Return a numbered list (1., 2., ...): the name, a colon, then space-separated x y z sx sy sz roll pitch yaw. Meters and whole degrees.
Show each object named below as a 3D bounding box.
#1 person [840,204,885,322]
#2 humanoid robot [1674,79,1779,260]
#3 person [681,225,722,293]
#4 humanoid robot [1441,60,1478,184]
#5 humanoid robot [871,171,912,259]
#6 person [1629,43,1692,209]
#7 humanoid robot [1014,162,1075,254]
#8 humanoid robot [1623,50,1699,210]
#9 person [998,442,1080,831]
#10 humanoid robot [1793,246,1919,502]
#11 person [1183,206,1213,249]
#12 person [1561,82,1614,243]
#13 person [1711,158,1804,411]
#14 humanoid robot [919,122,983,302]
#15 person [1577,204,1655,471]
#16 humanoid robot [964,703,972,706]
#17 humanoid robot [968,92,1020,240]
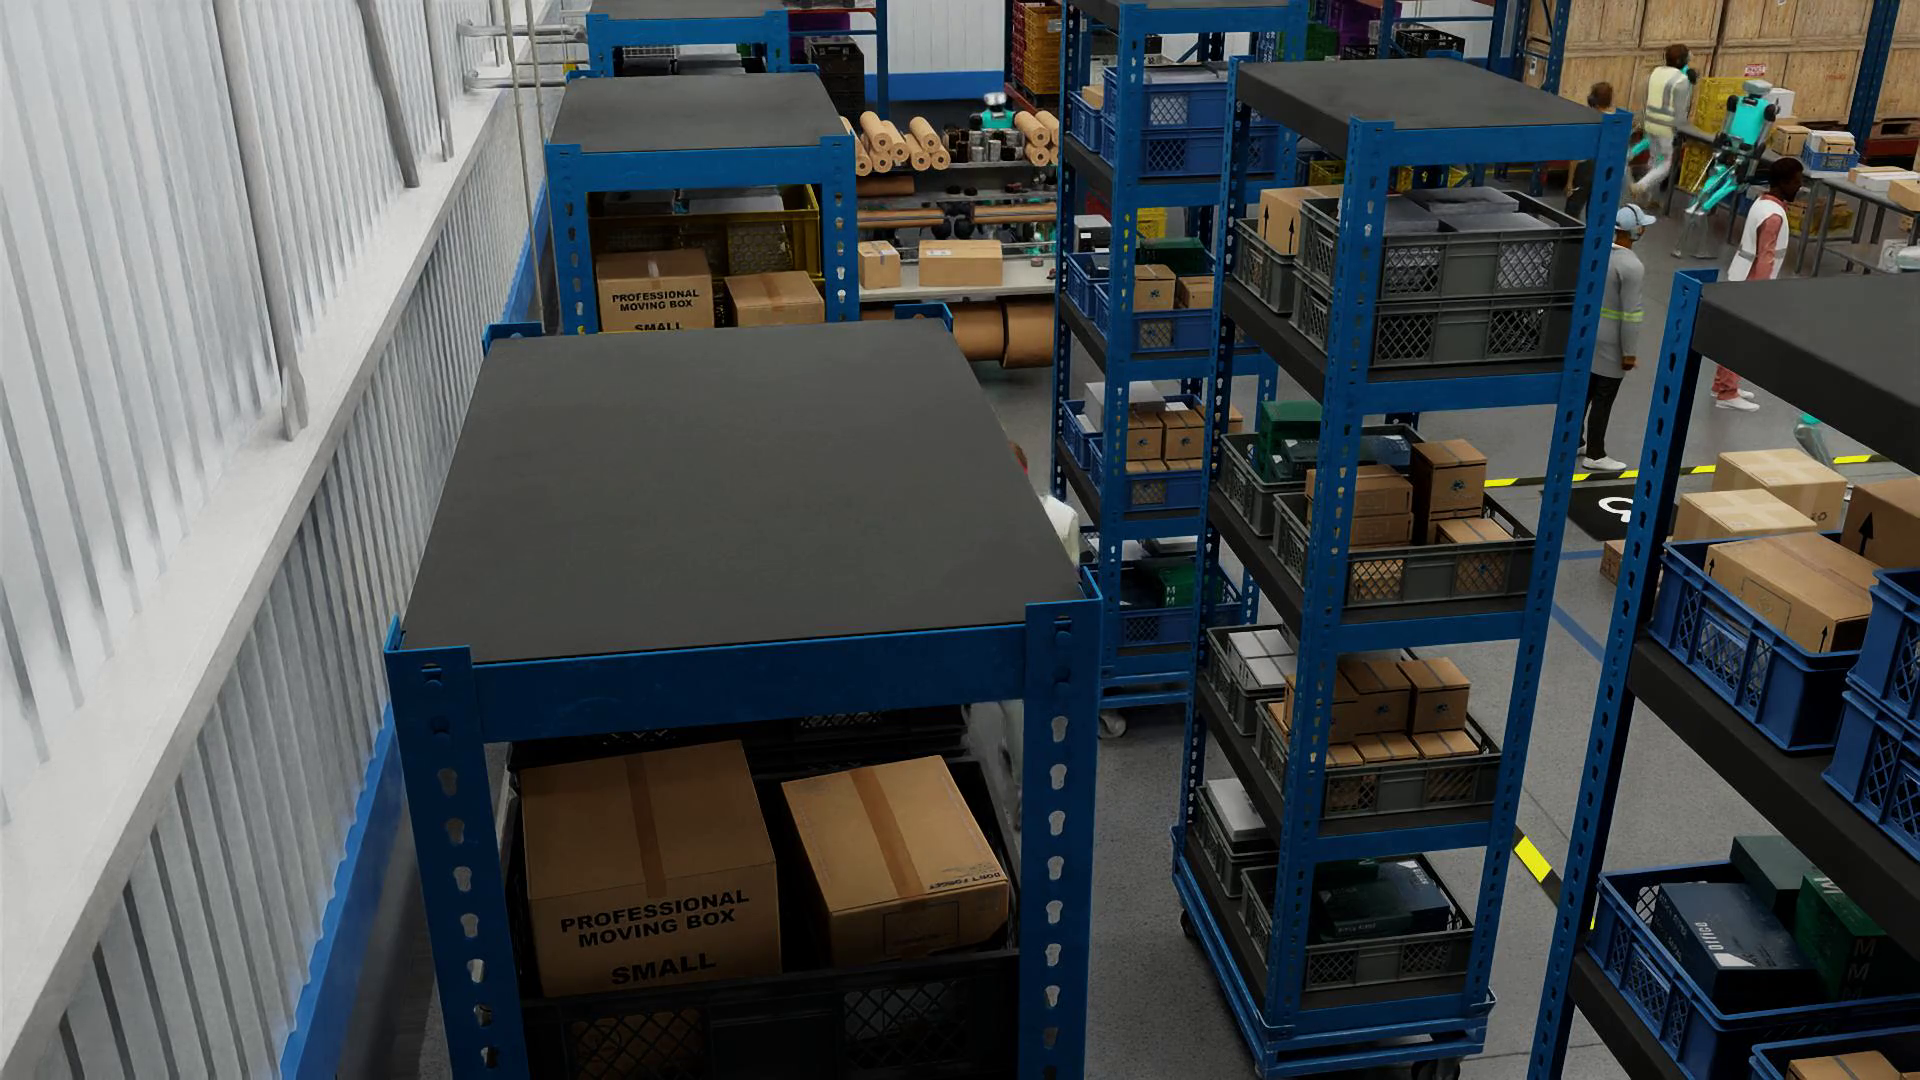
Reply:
1. person: -0.774 -2.361 13.589 0.958 1.837 0.529 -17 29 -32
2. humanoid robot: 7.461 -3.587 16.358 0.822 1.796 0.562 -14 28 -29
3. person: -2.111 -2.614 14.101 0.496 1.833 0.944 -1 25 -3
4. humanoid robot: 5.529 -4.459 18.348 0.755 1.626 0.597 1 25 1
5. humanoid robot: -0.504 -2.392 13.756 0.685 1.795 0.530 -12 27 -24
6. person: 7.681 -4.501 18.219 0.580 1.826 0.630 -6 25 -12
7. humanoid robot: 0.764 -2.499 14.072 0.532 1.851 0.777 -6 25 -12
8. humanoid robot: 7.578 -4.446 18.273 0.852 1.790 0.569 -17 30 -33
9. person: 0.262 0.395 7.603 0.559 1.792 0.688 0 25 -1
10. humanoid robot: 5.770 -1.104 10.780 0.735 1.677 0.533 15 28 29
11. person: 2.284 -3.508 16.162 0.296 1.740 0.483 23 33 40
12. person: 6.004 -3.428 15.876 0.519 1.831 0.368 -7 26 -15
13. person: 5.986 -1.925 12.527 0.394 1.911 0.579 9 26 19
14. humanoid robot: -0.072 -2.957 15.103 0.594 1.631 0.768 -6 25 -13
15. person: 4.476 -1.390 11.426 0.371 1.852 0.588 -5 25 -10
16. humanoid robot: -0.035 0.037 8.555 0.603 1.642 0.662 5 25 10
17. humanoid robot: 0.311 -3.488 16.116 0.559 1.737 0.966 -5 25 -11
